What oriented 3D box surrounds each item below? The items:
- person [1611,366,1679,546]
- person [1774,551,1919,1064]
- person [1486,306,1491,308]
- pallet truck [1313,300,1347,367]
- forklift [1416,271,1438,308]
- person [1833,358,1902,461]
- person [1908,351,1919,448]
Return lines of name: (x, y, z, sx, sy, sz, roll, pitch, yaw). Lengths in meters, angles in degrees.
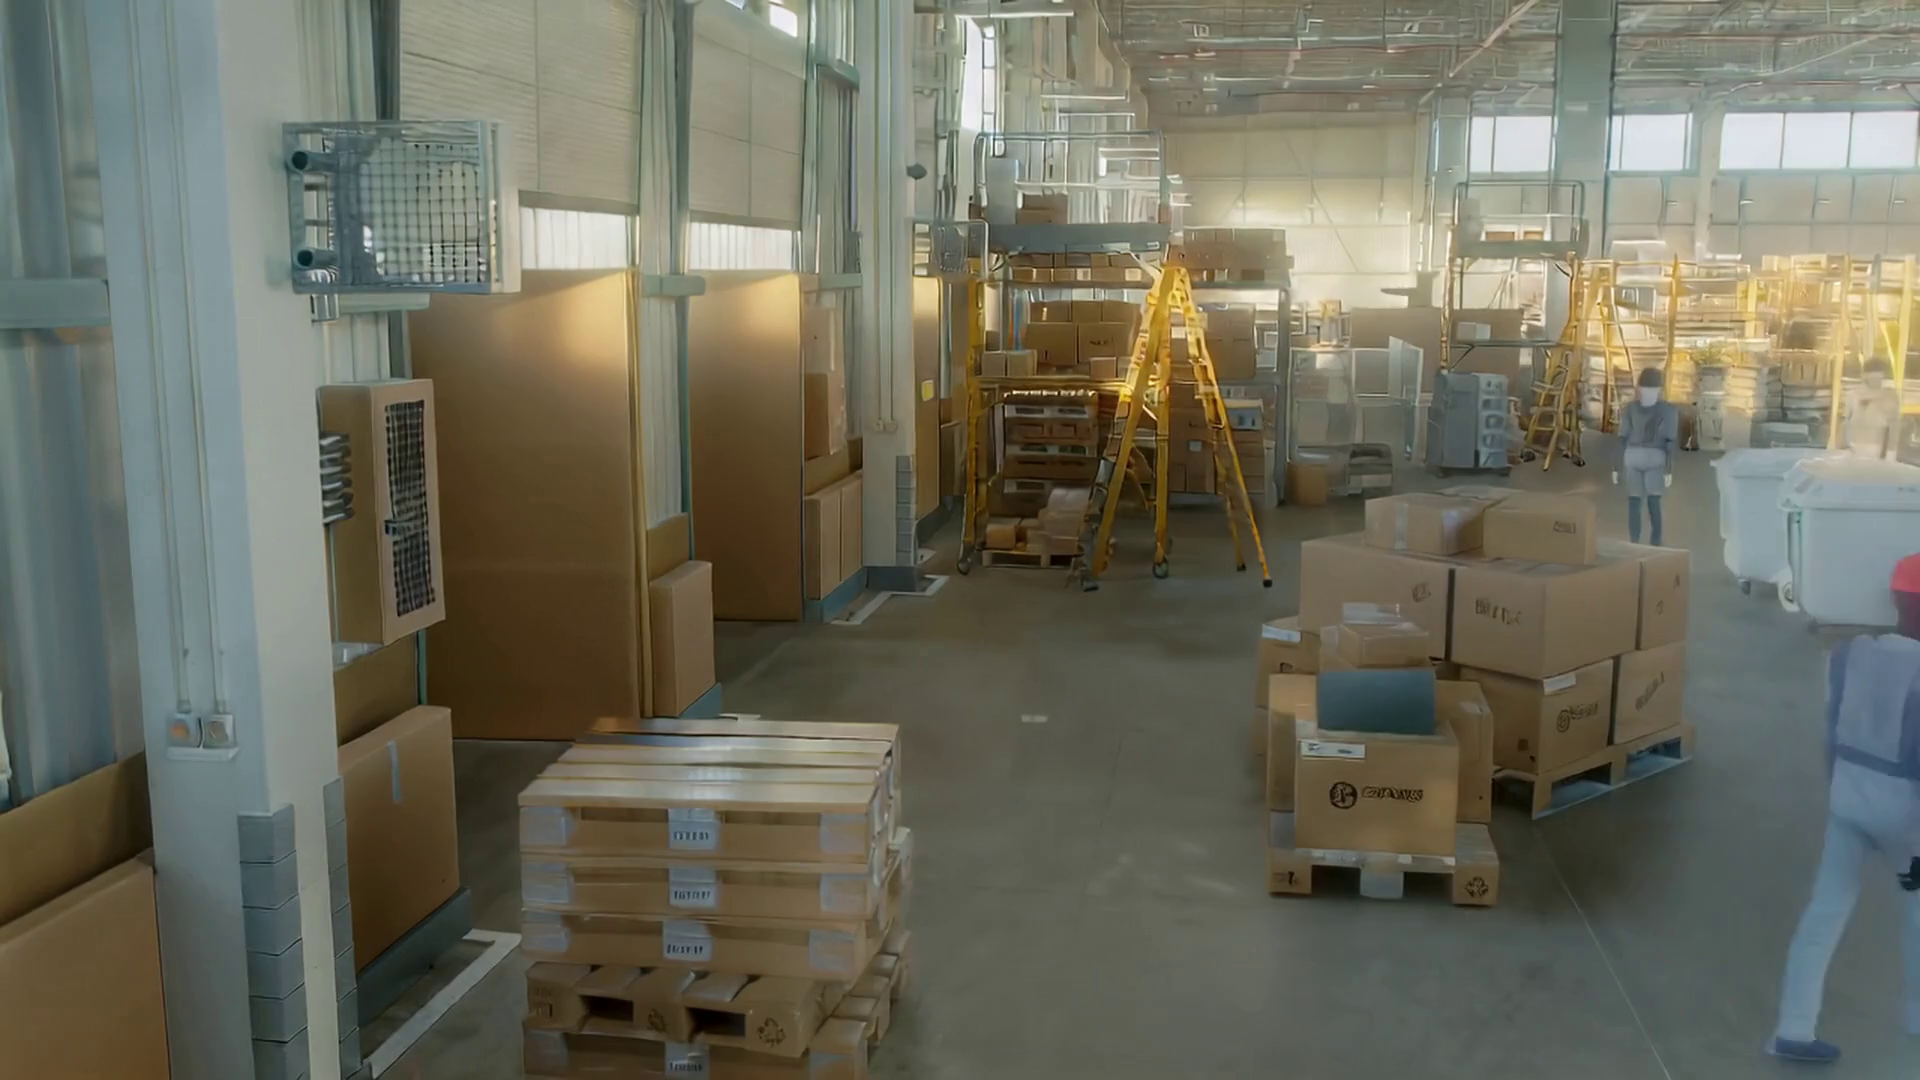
person: (6.664, -0.727, 16.210, 0.563, 1.924, 0.406, 7, 11, 36)
person: (3.361, 0.960, 5.984, 1.064, 1.859, 0.599, -4, 10, -22)
person: (17.308, -6.834, 54.556, 0.539, 1.696, 0.317, -7, 11, -35)
pallet truck: (11.159, -6.200, 49.718, 0.823, 1.965, 1.885, 4, 10, 26)
forklift: (11.679, -5.367, 41.870, 1.873, 2.768, 1.129, 1, 9, 9)
person: (10.278, -1.122, 18.799, 1.008, 1.877, 0.592, -6, 11, -34)
person: (15.503, -2.339, 26.730, 0.335, 1.735, 0.484, 5, 10, 28)
